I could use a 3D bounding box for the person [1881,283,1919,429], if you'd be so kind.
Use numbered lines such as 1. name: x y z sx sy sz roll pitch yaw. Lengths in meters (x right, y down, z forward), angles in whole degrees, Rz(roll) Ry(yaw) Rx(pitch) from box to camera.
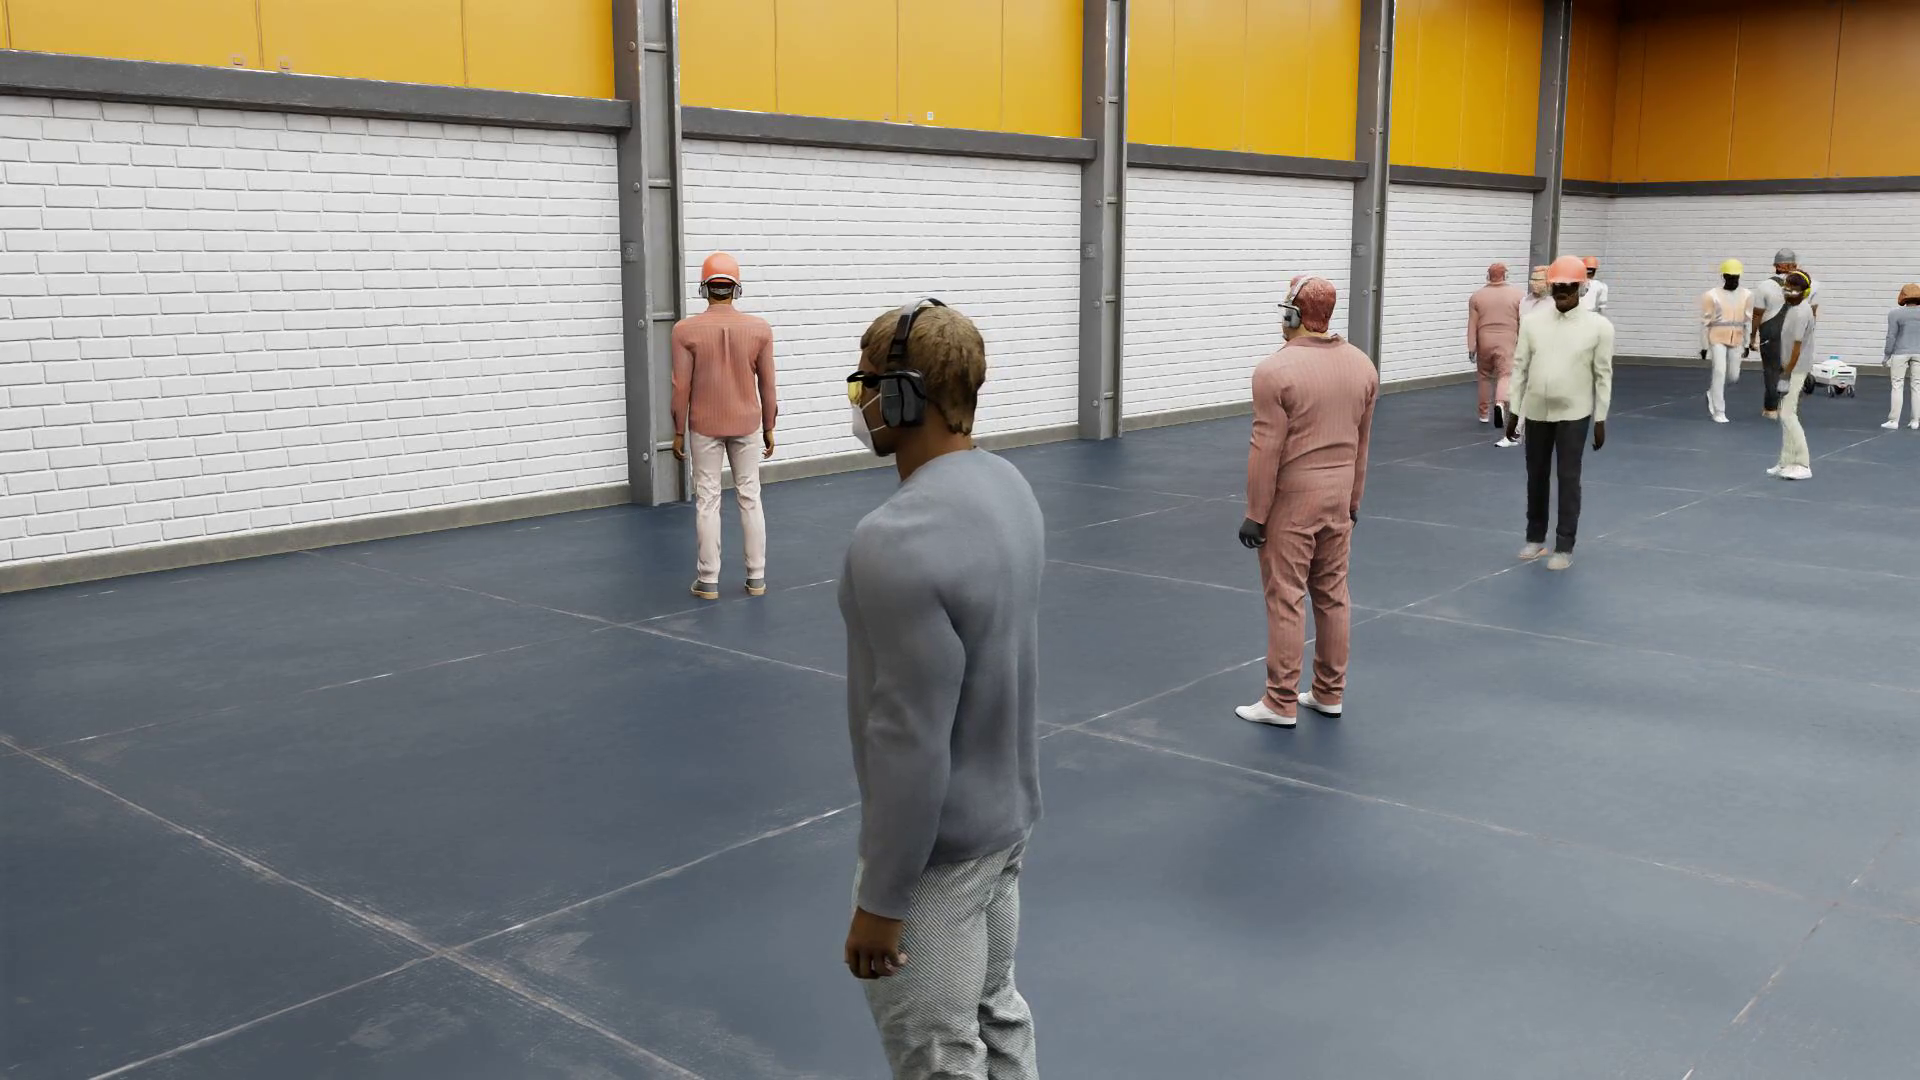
1. person: 10.620 -2.057 18.653 0.498 1.633 0.279 1 10 5

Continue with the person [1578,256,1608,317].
1. person: 8.735 -3.001 23.283 0.549 1.899 0.923 3 10 17

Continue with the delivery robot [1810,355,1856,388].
1. delivery robot: 11.953 -2.288 22.770 0.477 0.478 0.707 0 10 3

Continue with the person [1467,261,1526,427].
1. person: 6.112 -2.233 18.971 0.643 1.876 0.851 4 11 23

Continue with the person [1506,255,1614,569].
1. person: 3.816 -0.823 10.636 0.614 1.996 0.417 8 13 39

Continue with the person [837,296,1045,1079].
1. person: -0.035 0.539 2.999 0.354 1.937 0.635 3 11 19

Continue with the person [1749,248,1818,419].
1. person: 9.760 -2.465 19.814 0.711 2.000 0.578 1 10 6

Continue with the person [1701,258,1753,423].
1. person: 8.940 -2.342 19.500 0.585 1.910 0.711 -1 10 -4

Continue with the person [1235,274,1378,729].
1. person: 1.444 -0.159 7.058 0.641 1.913 0.408 -6 12 -32

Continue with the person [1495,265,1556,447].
1. person: 5.981 -1.876 17.021 1.014 1.856 0.648 -7 12 -34

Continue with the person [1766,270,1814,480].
1. person: 7.336 -1.441 14.601 0.358 1.833 0.655 5 11 25

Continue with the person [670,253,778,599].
1. person: -1.370 -0.656 9.646 0.625 1.992 0.389 -4 11 -21
